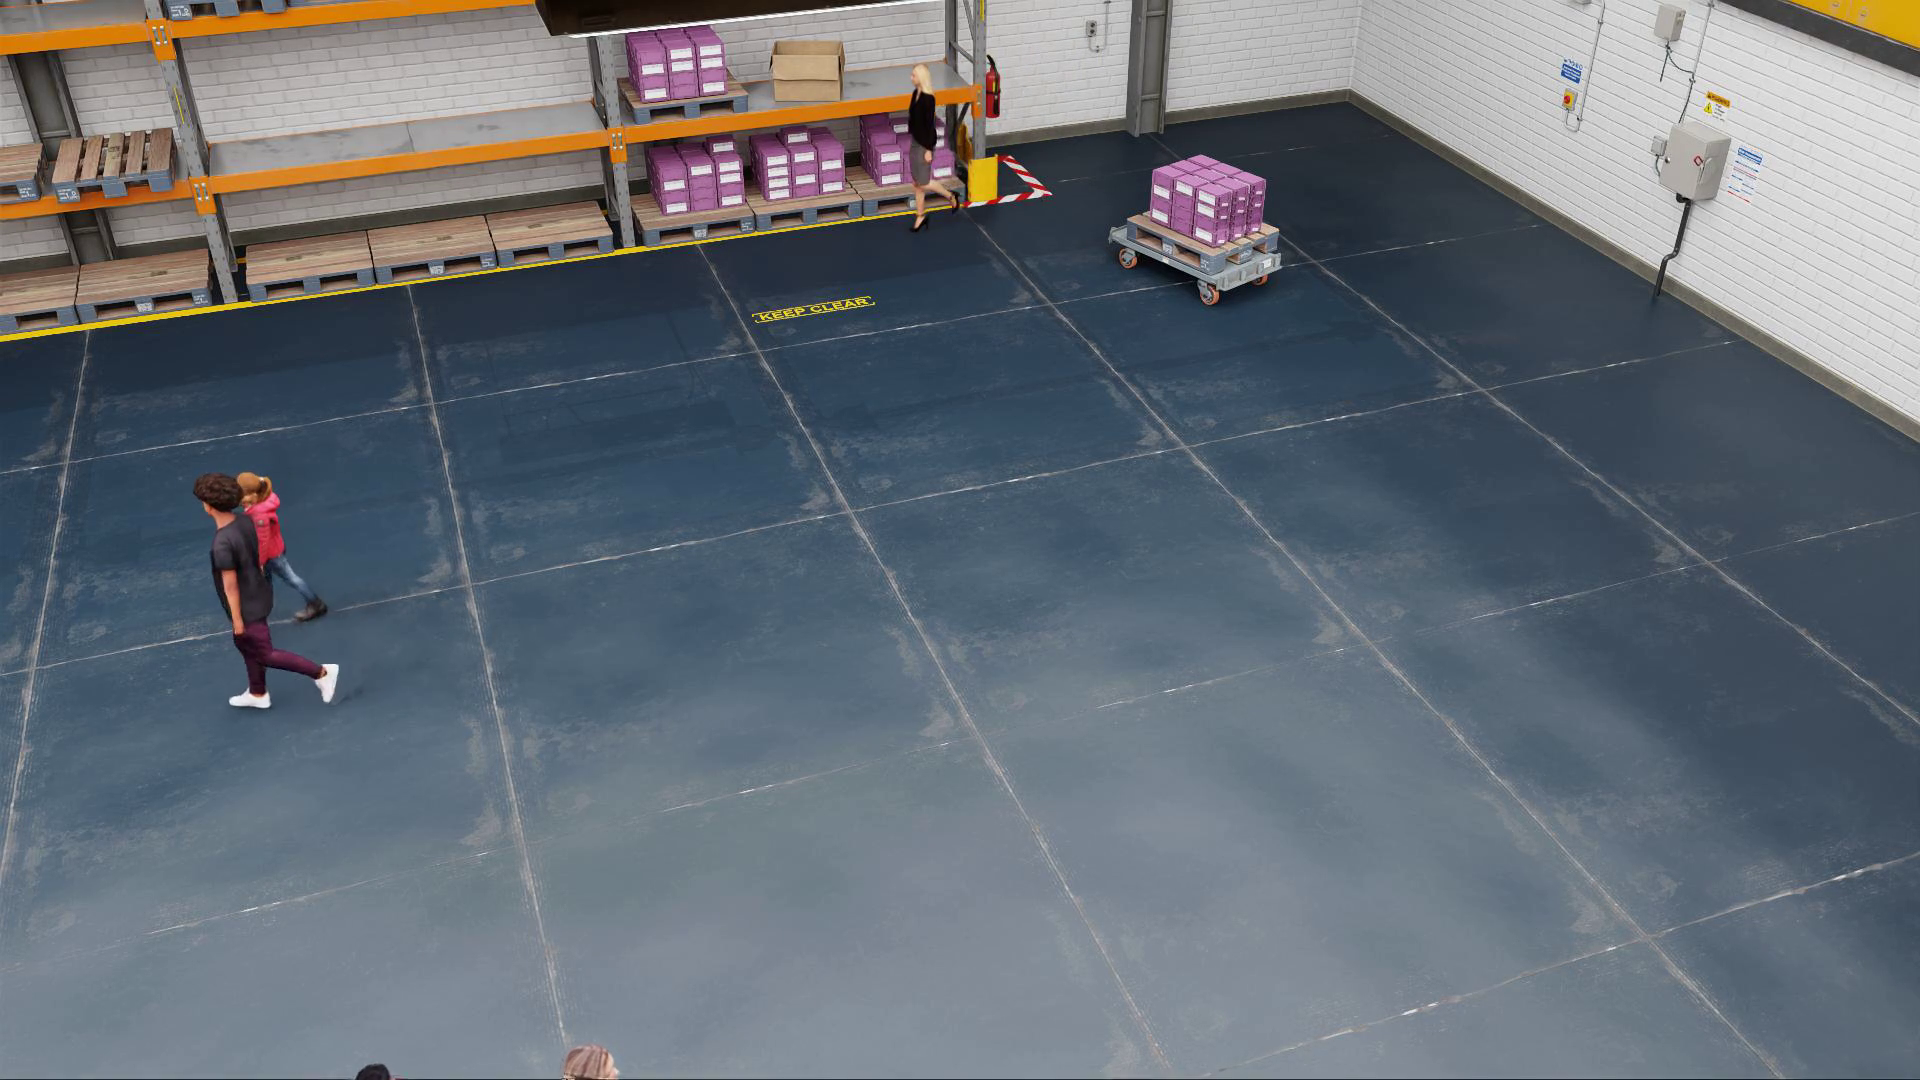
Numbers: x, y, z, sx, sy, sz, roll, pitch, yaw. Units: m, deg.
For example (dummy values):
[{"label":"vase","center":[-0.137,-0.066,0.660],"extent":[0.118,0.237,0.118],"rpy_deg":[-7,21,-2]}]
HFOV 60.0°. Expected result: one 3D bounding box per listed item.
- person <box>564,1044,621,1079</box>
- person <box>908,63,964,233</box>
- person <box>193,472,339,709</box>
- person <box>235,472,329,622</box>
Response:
[{"label":"person","center":[-1.557,2.814,7.305],"extent":[0.538,1.685,0.621],"rpy_deg":[-9,35,-14]},{"label":"person","center":[-0.302,-4.140,17.638],"extent":[0.888,1.828,0.670],"rpy_deg":[-15,36,-21]},{"label":"person","center":[-4.600,0.380,10.909],"extent":[1.060,1.749,0.778],"rpy_deg":[-7,34,-10]},{"label":"person","center":[-4.815,0.066,11.805],"extent":[0.902,1.282,0.641],"rpy_deg":[-18,38,-25]}]
